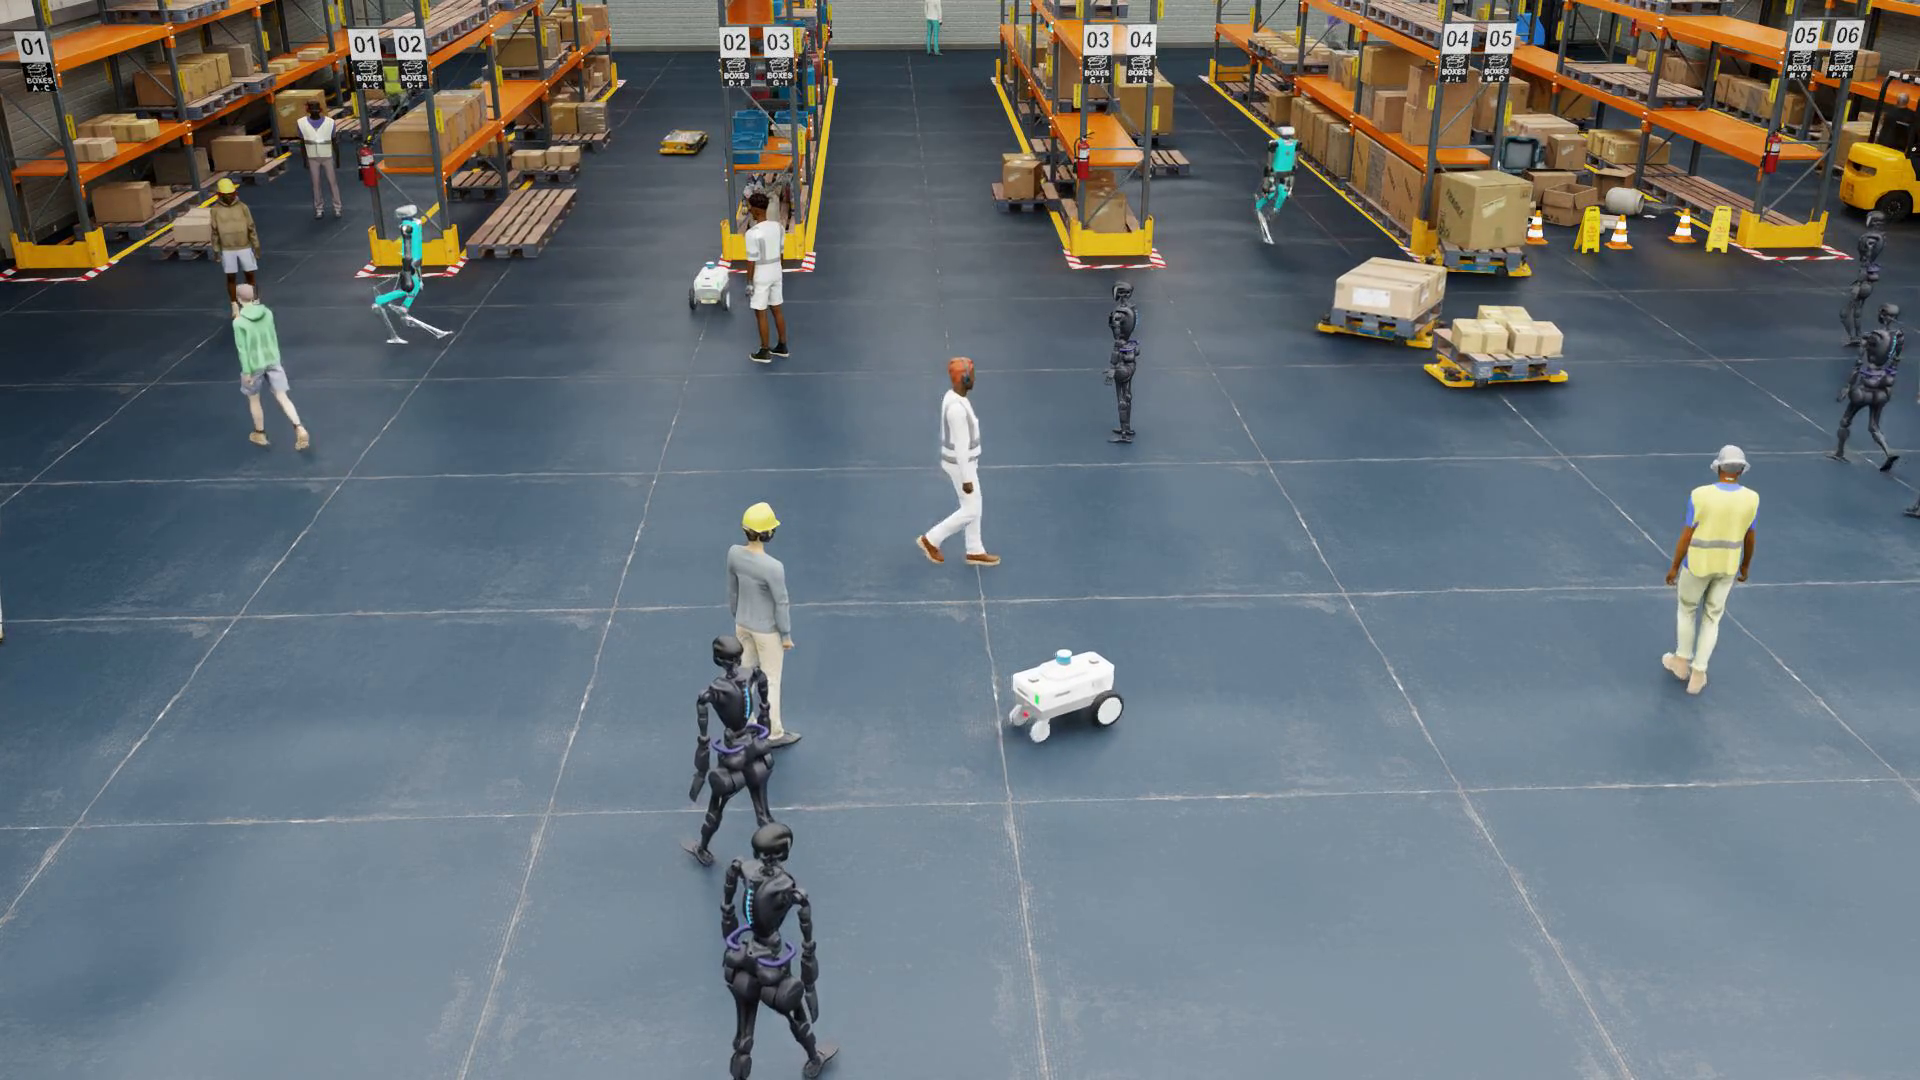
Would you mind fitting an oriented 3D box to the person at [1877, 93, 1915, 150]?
[{"bbox_3d":[14.843,-6.181,26.447,0.587,1.827,0.475,5,24,11],"label":"person"}]

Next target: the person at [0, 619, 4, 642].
[{"bbox_3d":[-7.785,-0.136,12.846,0.554,1.849,0.988,-18,29,-34],"label":"person"}]

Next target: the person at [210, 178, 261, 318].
[{"bbox_3d":[-9.100,-3.676,20.905,0.545,1.756,0.413,-9,26,-20],"label":"person"}]

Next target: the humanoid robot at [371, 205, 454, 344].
[{"bbox_3d":[-6.559,-3.062,19.532,1.004,1.724,0.547,-1,24,-3],"label":"humanoid robot"}]

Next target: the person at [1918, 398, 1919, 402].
[{"bbox_3d":[10.845,-2.441,17.957,0.993,1.890,0.651,-16,29,-32],"label":"person"}]

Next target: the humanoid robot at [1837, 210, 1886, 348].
[{"bbox_3d":[10.672,-3.076,19.644,0.357,1.645,0.584,12,27,25],"label":"humanoid robot"}]

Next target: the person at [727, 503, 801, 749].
[{"bbox_3d":[-1.346,0.575,11.338,0.527,1.767,0.328,18,30,35],"label":"person"}]

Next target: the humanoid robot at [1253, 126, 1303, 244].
[{"bbox_3d":[4.555,-5.126,24.325,0.546,1.898,0.761,-9,26,-20],"label":"humanoid robot"}]

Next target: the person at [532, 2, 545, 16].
[{"bbox_3d":[-10.421,-12.662,40.963,0.519,1.864,0.372,1,24,2],"label":"person"}]

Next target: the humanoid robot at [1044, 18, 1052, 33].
[{"bbox_3d":[2.328,-12.980,41.663,0.735,1.681,0.533,5,24,10],"label":"humanoid robot"}]

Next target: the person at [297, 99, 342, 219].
[{"bbox_3d":[-9.945,-5.944,25.902,0.559,1.839,0.388,-6,25,-14],"label":"person"}]

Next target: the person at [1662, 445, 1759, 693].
[{"bbox_3d":[5.441,0.184,12.081,0.588,1.879,0.535,3,24,7],"label":"person"}]

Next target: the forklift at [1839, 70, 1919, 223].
[{"bbox_3d":[15.132,-6.143,25.915,2.313,2.155,1.214,-1,24,-2],"label":"forklift"}]

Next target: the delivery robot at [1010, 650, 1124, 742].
[{"bbox_3d":[0.747,1.065,11.751,0.818,0.614,0.499,-14,28,-29],"label":"delivery robot"}]

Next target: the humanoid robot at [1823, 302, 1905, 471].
[{"bbox_3d":[8.857,-1.481,16.096,0.607,1.638,0.638,-8,25,-18],"label":"humanoid robot"}]

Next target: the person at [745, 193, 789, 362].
[{"bbox_3d":[-2.257,-3.036,19.226,0.367,1.958,0.602,16,29,32],"label":"person"}]

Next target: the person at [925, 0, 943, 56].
[{"bbox_3d":[-0.670,-13.290,42.493,0.523,1.769,0.312,19,30,36],"label":"person"}]

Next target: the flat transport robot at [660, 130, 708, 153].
[{"bbox_3d":[-5.192,-7.481,31.281,0.659,0.231,1.431,1,24,1],"label":"flat transport robot"}]

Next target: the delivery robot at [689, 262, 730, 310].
[{"bbox_3d":[-3.217,-3.274,21.501,0.506,0.614,0.785,1,24,3],"label":"delivery robot"}]

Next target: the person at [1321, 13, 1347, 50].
[{"bbox_3d":[9.402,-12.931,41.696,0.853,1.767,0.603,-6,25,-13],"label":"person"}]

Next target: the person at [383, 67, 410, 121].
[{"bbox_3d":[-10.992,-8.745,32.372,0.541,1.681,0.613,-1,24,-3],"label":"person"}]

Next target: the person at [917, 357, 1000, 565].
[{"bbox_3d":[0.006,-0.625,13.922,0.598,1.866,0.592,0,24,1],"label":"person"}]

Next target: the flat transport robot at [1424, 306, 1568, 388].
[{"bbox_3d":[6.067,-1.948,18.850,1.431,0.231,0.659,-4,24,-9],"label":"flat transport robot"}]

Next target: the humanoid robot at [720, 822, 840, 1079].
[{"bbox_3d":[-0.932,2.060,8.166,0.613,1.624,0.752,15,28,30],"label":"humanoid robot"}]

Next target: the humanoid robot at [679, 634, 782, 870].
[{"bbox_3d":[-1.362,1.279,9.906,0.761,1.625,0.598,20,31,37],"label":"humanoid robot"}]

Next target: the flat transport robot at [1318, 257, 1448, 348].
[{"bbox_3d":[5.184,-2.613,20.343,1.431,0.231,0.659,15,28,30],"label":"flat transport robot"}]

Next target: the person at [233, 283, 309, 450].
[{"bbox_3d":[-6.912,-1.714,16.544,0.838,1.711,0.470,20,31,37],"label":"person"}]

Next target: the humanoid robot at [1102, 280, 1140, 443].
[{"bbox_3d":[1.633,-1.810,16.790,0.315,1.657,0.599,8,25,17],"label":"humanoid robot"}]

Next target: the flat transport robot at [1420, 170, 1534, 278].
[{"bbox_3d":[7.173,-3.858,23.140,1.431,0.231,0.659,4,24,9],"label":"flat transport robot"}]

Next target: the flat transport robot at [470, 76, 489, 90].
[{"bbox_3d":[-10.610,-10.291,37.595,0.659,0.231,1.431,-1,24,-2],"label":"flat transport robot"}]

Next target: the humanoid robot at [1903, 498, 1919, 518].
[{"bbox_3d":[8.999,-0.934,14.857,0.703,1.635,0.613,12,26,24],"label":"humanoid robot"}]

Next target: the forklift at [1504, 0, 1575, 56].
[{"bbox_3d":[14.700,-13.805,42.301,1.873,2.768,1.129,-1,24,-2],"label":"forklift"}]
